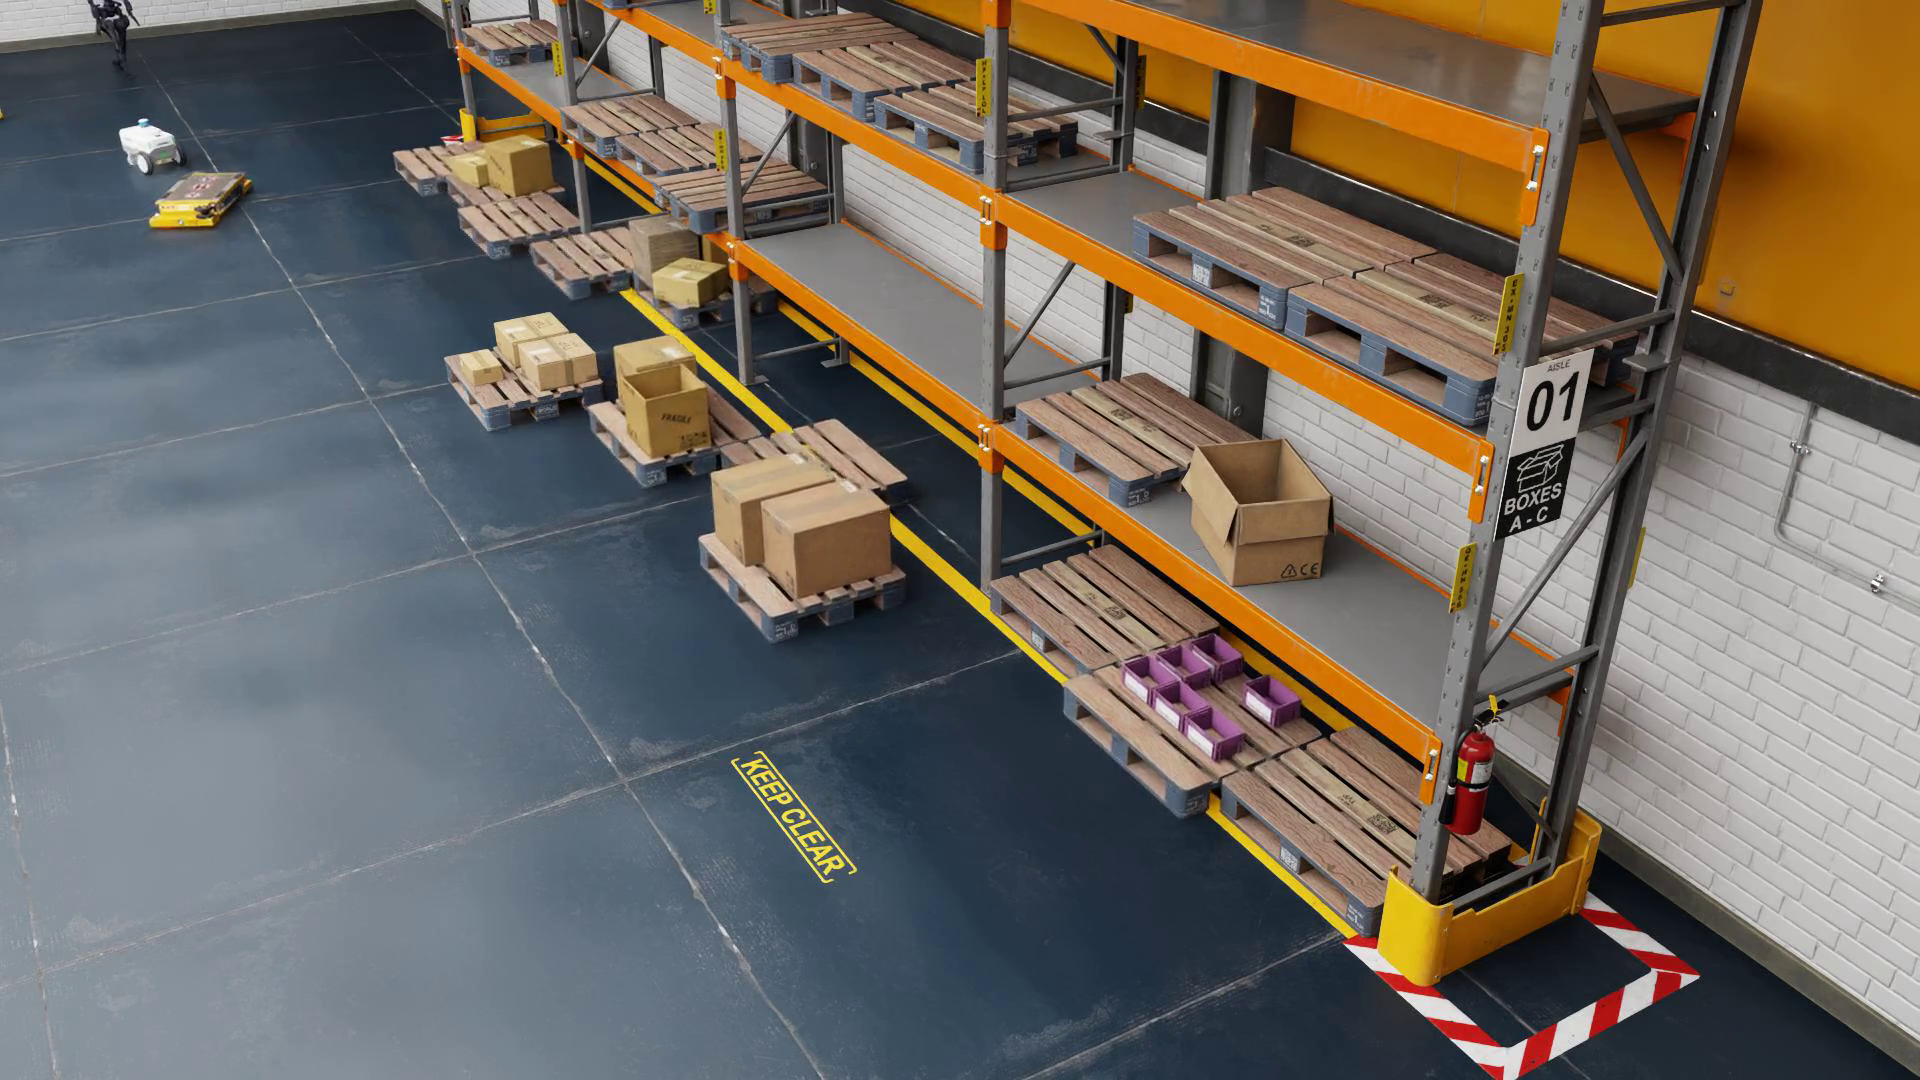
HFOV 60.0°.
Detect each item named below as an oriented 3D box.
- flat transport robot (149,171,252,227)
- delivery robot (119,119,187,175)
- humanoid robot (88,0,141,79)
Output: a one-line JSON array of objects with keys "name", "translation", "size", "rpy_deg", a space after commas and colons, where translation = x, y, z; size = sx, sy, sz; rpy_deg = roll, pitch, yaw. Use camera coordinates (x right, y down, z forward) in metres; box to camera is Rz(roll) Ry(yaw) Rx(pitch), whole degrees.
[{"name": "flat transport robot", "translation": [-8.321, -3.749, 18.250], "size": [0.659, 0.231, 1.431], "rpy_deg": [-2, 30, -4]}, {"name": "delivery robot", "translation": [-9.494, -4.619, 19.502], "size": [0.771, 0.600, 0.501], "rpy_deg": [21, 36, 32]}, {"name": "humanoid robot", "translation": [-11.785, -7.272, 23.105], "size": [0.757, 1.656, 0.601], "rpy_deg": [21, 35, 32]}]
